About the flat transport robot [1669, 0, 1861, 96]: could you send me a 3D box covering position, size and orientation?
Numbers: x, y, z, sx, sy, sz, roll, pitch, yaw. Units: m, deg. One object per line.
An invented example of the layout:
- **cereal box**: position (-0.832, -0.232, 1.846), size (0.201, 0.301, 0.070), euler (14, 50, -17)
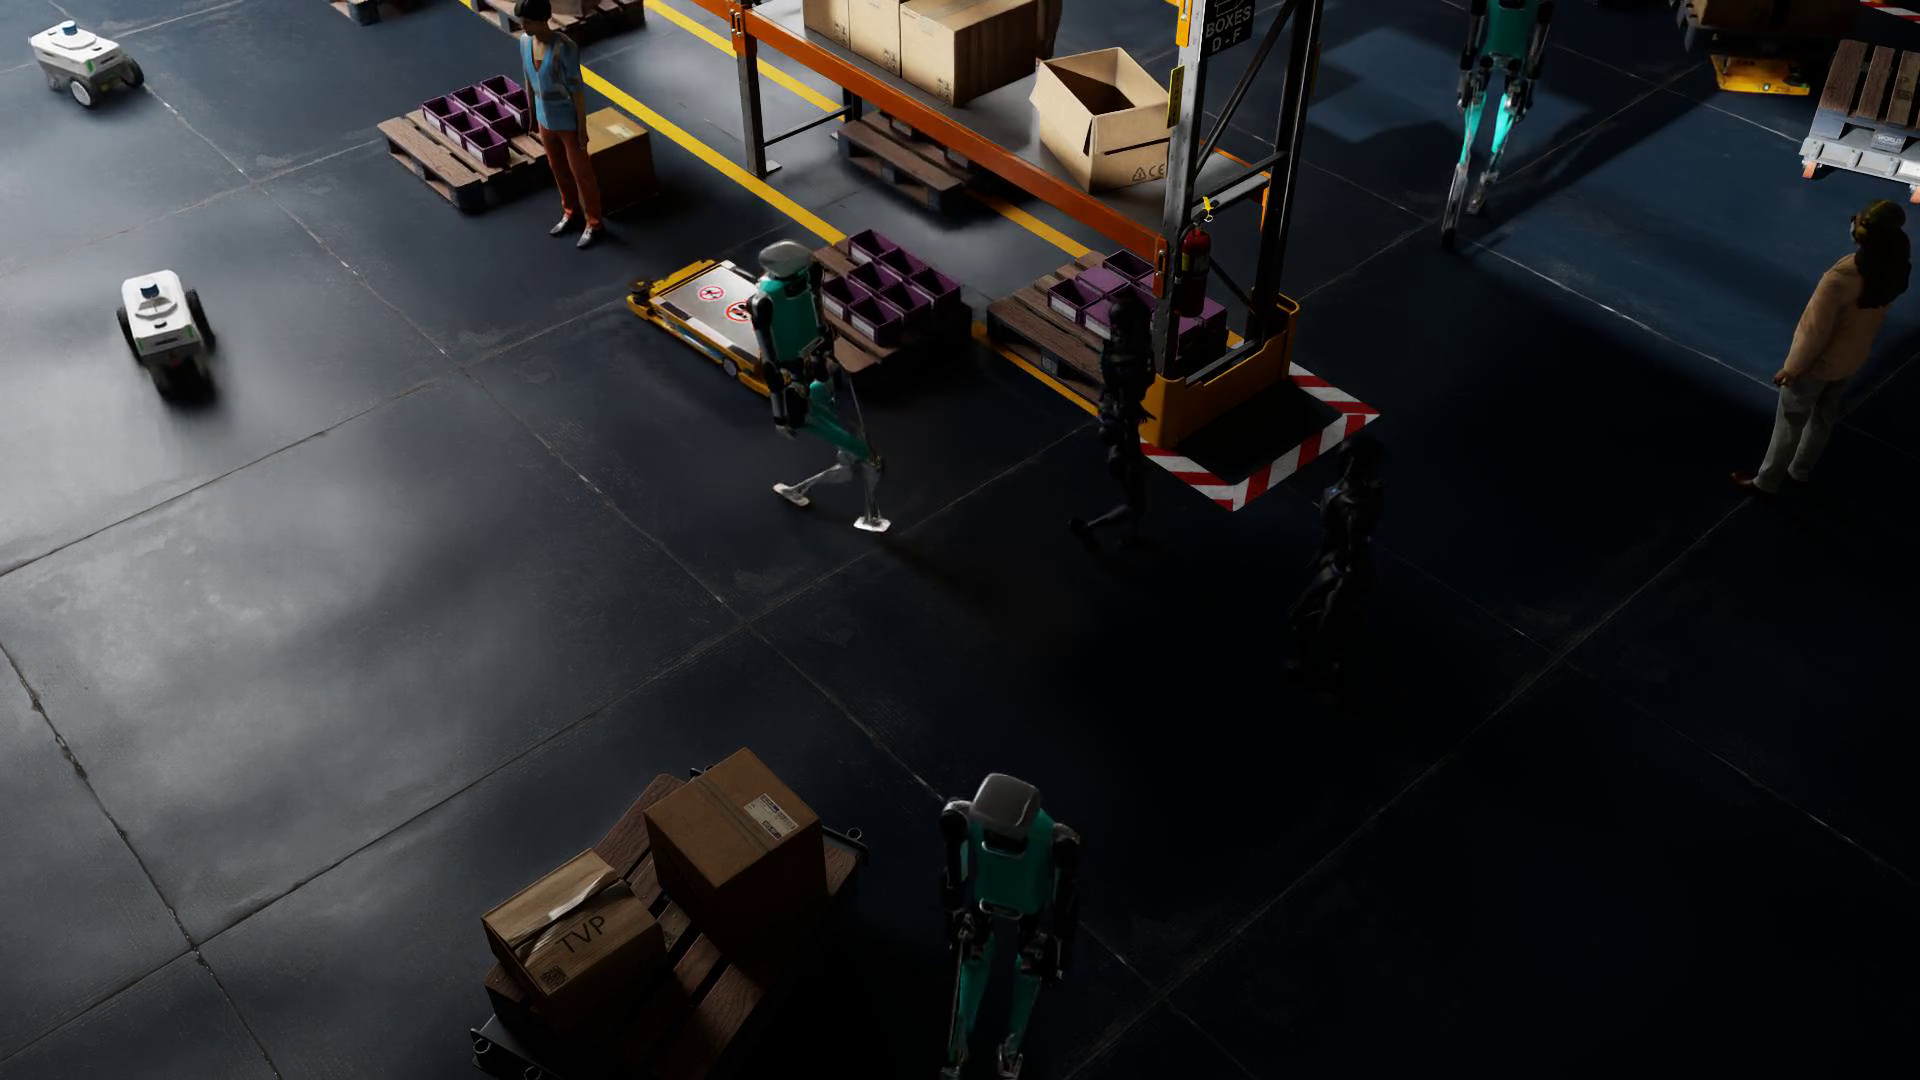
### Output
- **flat transport robot**: position (6.404, -4.030, 13.478), size (0.659, 0.231, 1.431), euler (6, 43, 6)

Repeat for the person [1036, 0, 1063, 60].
- **person**: position (0.664, -4.206, 12.580), size (0.588, 1.735, 0.386), euler (-25, 48, -25)

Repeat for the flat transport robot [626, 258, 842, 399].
- **flat transport robot**: position (-1.436, -1.399, 10.616), size (1.431, 0.231, 0.659), euler (33, 52, 31)

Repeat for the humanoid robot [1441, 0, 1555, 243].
- **humanoid robot**: position (3.520, -2.828, 11.130), size (0.550, 1.832, 0.875), euler (15, 45, 16)

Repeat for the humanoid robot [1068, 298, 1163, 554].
- **humanoid robot**: position (0.860, -0.577, 8.693), size (0.523, 1.642, 0.586), euler (2, 43, 2)

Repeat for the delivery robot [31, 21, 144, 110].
- **delivery robot**: position (-6.837, -3.740, 12.946), size (0.782, 0.586, 0.499), euler (22, 47, 22)

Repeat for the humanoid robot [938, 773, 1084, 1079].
- **humanoid robot**: position (0.086, 1.730, 6.146), size (0.547, 1.774, 0.931), euler (12, 44, 13)

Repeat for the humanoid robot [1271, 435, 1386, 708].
- **humanoid robot**: position (1.796, 0.181, 7.864), size (0.428, 1.645, 0.584), euler (3, 43, 3)

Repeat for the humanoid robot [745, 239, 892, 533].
- **humanoid robot**: position (-0.618, -0.686, 8.808), size (1.022, 1.774, 0.531), euler (23, 47, 23)

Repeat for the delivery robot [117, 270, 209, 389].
- **delivery robot**: position (-4.969, -1.355, 10.360), size (0.499, 0.598, 0.798), euler (-19, 46, -20)

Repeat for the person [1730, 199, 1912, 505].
- **person**: position (4.690, -0.982, 8.977), size (0.567, 1.875, 0.394), euler (-17, 45, -17)

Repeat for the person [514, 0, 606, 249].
- **person**: position (-2.666, -2.783, 11.024), size (0.501, 1.758, 0.344), euler (22, 47, 22)
